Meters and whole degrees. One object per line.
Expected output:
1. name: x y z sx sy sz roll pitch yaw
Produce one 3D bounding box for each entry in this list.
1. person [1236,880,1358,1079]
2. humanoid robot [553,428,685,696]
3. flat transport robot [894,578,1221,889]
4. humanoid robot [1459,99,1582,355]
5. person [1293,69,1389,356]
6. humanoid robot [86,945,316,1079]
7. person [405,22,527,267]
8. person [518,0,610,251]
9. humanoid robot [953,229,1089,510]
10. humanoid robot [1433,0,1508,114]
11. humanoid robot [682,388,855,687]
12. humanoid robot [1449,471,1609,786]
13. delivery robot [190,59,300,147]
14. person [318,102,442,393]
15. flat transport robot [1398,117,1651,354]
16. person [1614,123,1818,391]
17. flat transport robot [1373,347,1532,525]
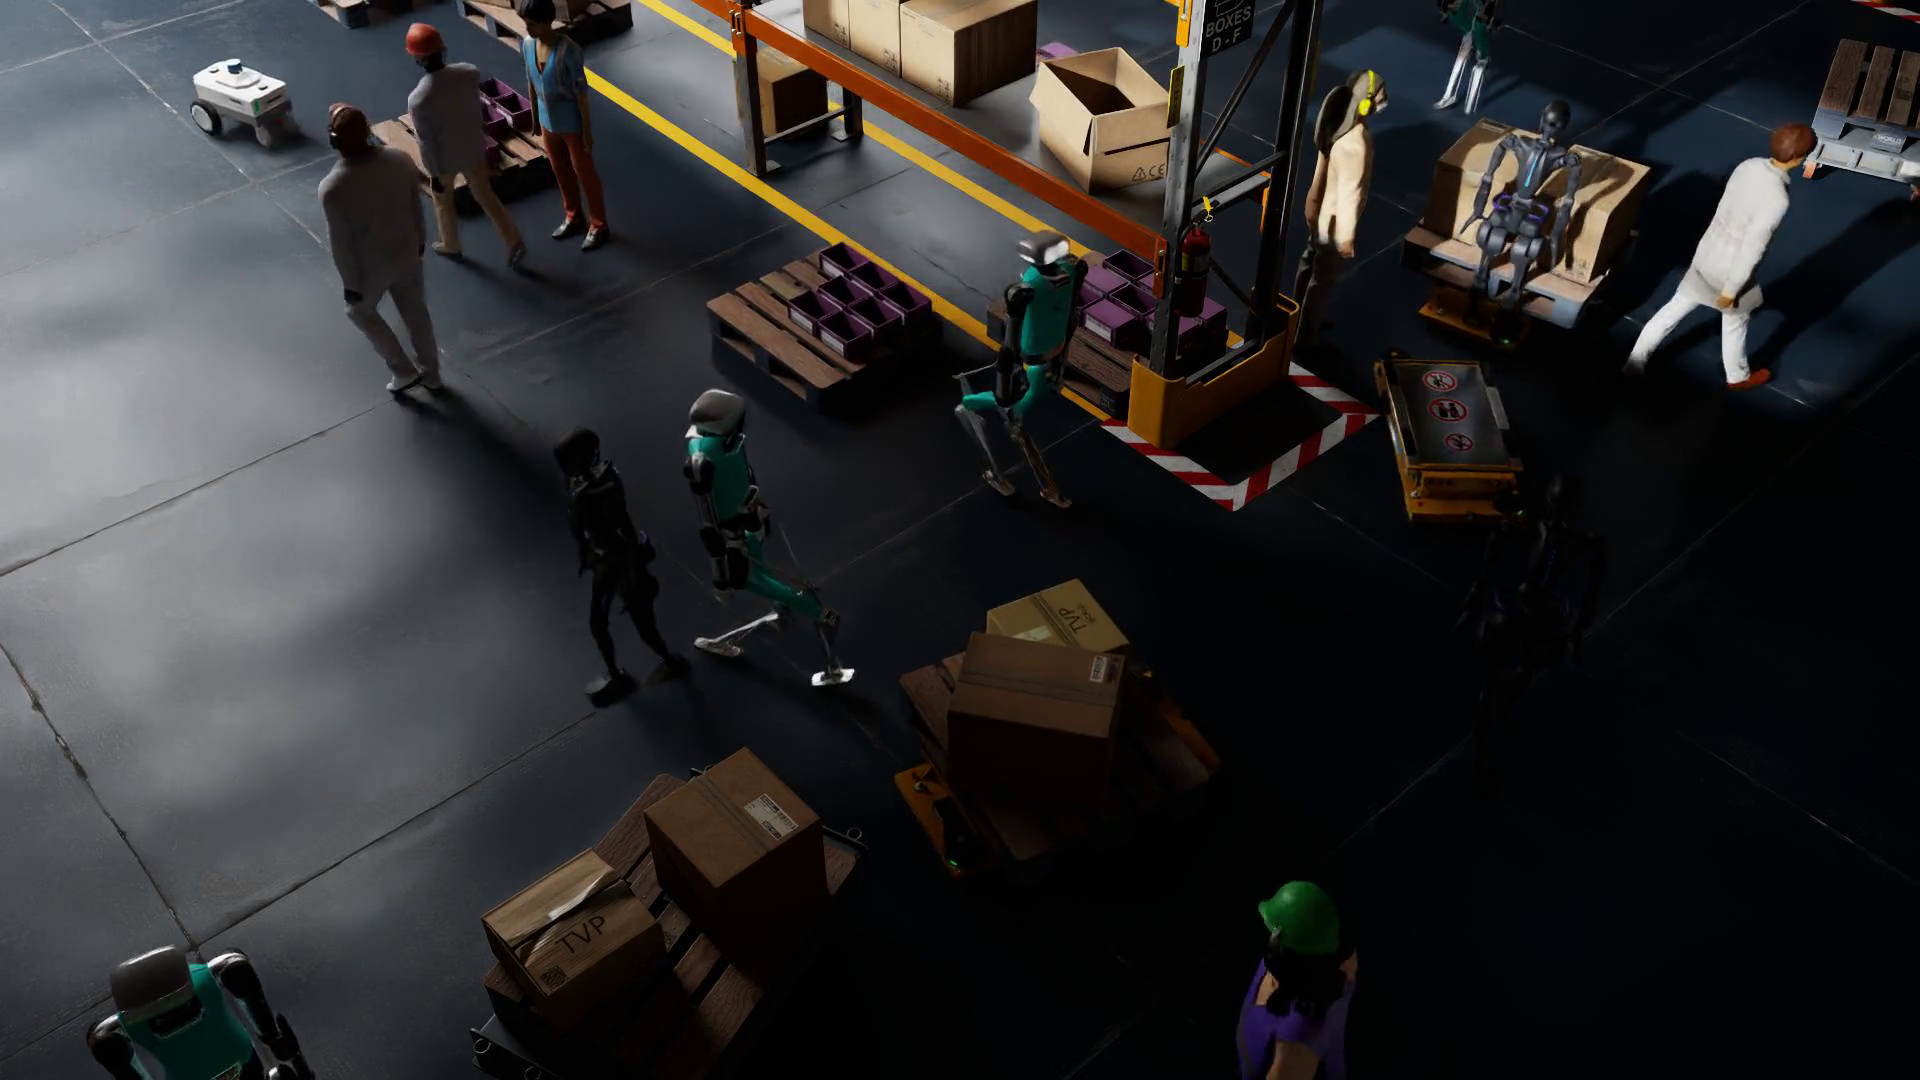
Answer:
1. person: 1.168 1.878 5.862 0.840 1.888 0.594 3 43 4
2. humanoid robot: -1.642 0.123 7.933 0.612 1.653 0.506 33 52 31
3. flat transport robot: 0.470 1.081 7.919 1.431 0.231 0.659 -19 46 -20
4. humanoid robot: 3.367 -1.905 10.141 0.615 1.635 0.401 19 46 20
5. person: 2.262 -1.968 10.060 0.391 1.869 0.556 1 43 1
6. humanoid robot: -2.345 2.174 5.664 0.551 1.763 1.005 -28 49 -27
7. person: -3.249 -2.521 10.760 0.731 1.722 0.568 29 50 28
8. person: -2.638 -2.761 11.000 0.501 1.759 0.339 20 46 21
9. humanoid robot: 0.294 -0.933 9.018 0.564 1.774 0.816 -33 52 -30
10. humanoid robot: 3.857 -3.953 12.359 0.537 1.853 0.673 27 49 26
11. humanoid robot: -0.850 0.076 7.967 1.048 1.766 0.530 9 43 10
12. humanoid robot: 2.598 0.403 7.654 0.609 1.632 0.709 8 43 9
13. delivery robot: -5.391 -3.317 12.503 0.814 0.611 0.499 22 47 22
14. person: -3.383 -1.660 9.701 0.453 1.889 0.676 26 49 26
15. flat transport robot: 3.643 -1.736 10.984 0.659 0.231 1.431 27 49 26
16. person: 4.506 -1.613 9.747 0.940 1.775 0.521 -5 43 -5
17. flat transport robot: 2.871 -0.627 9.777 0.659 0.231 1.431 1 43 1
